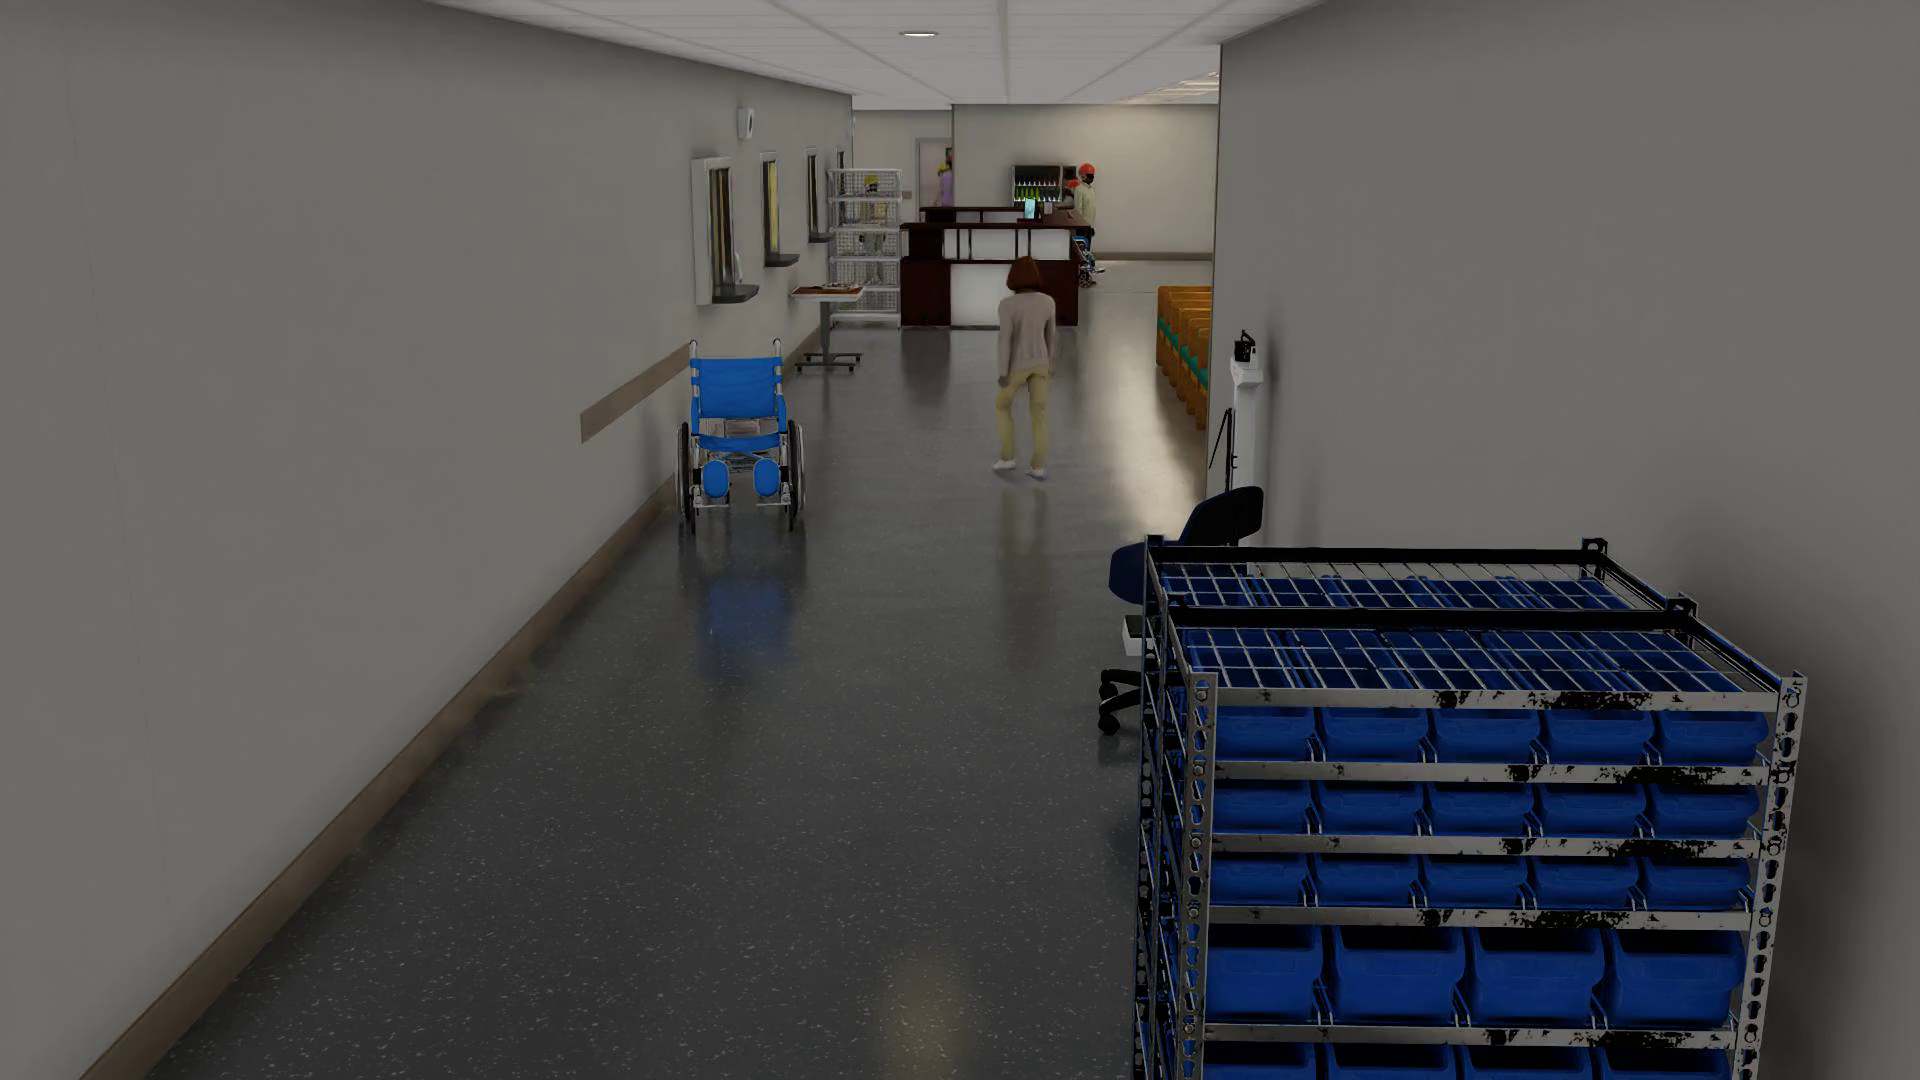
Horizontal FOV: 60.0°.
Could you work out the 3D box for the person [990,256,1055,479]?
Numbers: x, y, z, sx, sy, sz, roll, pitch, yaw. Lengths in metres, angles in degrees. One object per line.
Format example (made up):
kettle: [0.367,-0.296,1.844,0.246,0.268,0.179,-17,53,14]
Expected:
person: [0.446,-1.269,12.248,0.519,1.618,0.591,-8,16,-28]

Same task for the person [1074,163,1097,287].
person: [2.054,-5.159,27.258,0.377,1.995,0.608,6,15,23]

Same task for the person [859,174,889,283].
person: [-1.420,-5.032,27.121,0.404,1.818,0.601,12,18,40]
